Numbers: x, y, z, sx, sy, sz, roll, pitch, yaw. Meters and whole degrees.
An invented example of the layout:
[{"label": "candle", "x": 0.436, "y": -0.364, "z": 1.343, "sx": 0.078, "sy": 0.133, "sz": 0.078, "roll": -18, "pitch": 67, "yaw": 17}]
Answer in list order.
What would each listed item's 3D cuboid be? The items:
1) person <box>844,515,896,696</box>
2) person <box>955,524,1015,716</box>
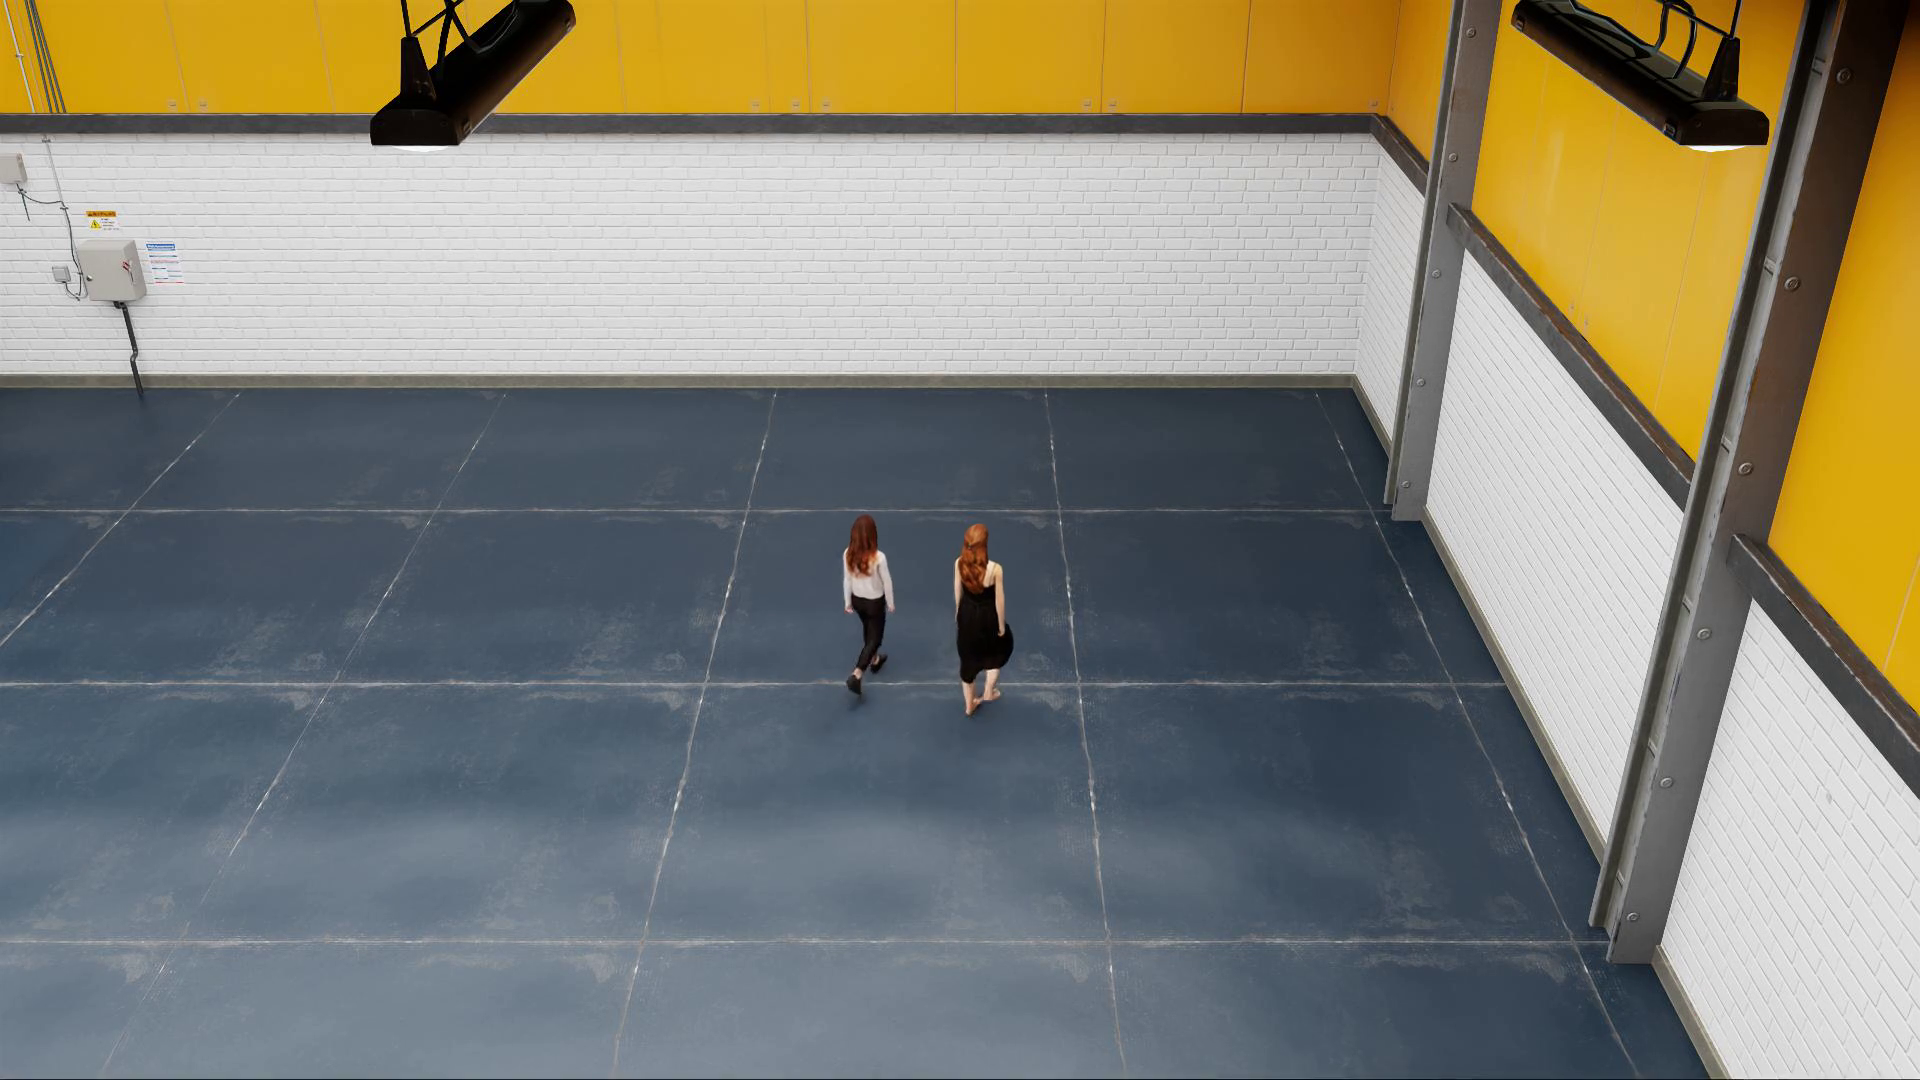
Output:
[{"label": "person", "x": -0.733, "y": 0.519, "z": 12.984, "sx": 0.805, "sy": 1.465, "sz": 1.011, "roll": 13, "pitch": 31, "yaw": 23}, {"label": "person", "x": 0.112, "y": 0.648, "z": 12.592, "sx": 0.696, "sy": 1.613, "sz": 0.746, "roll": 11, "pitch": 30, "yaw": 19}]
